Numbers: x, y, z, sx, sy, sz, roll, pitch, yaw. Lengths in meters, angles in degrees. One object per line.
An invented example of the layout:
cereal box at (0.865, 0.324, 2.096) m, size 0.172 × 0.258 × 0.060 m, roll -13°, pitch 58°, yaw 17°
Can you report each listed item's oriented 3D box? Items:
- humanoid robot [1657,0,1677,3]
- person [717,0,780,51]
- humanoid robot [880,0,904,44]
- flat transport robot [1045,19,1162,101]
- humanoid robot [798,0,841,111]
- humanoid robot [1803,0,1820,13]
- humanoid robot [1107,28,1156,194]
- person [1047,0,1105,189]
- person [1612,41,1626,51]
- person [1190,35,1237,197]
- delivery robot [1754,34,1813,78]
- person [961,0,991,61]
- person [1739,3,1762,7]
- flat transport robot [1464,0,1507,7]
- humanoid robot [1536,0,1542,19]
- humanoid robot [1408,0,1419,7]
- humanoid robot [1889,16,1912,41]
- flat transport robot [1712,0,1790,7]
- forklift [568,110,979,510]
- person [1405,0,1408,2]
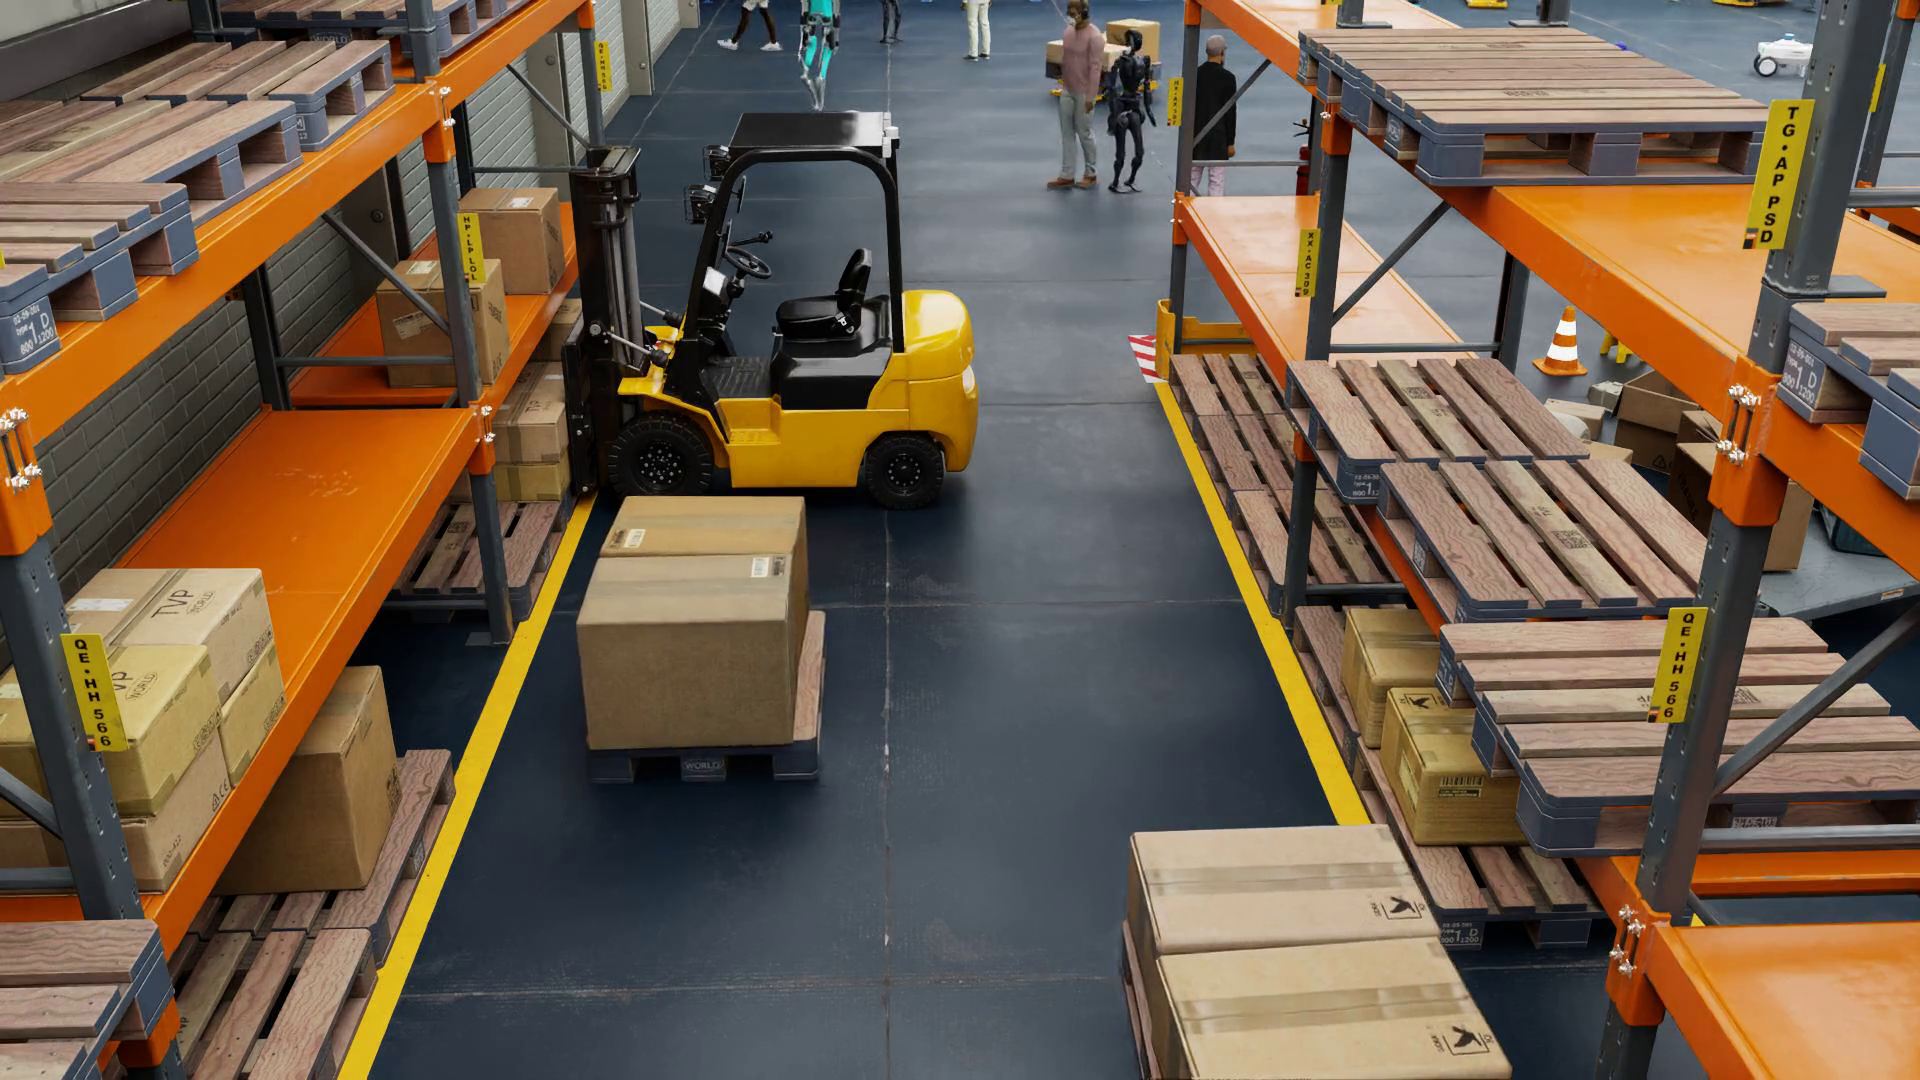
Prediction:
humanoid robot at (12.928, -10.528, 29.902) m, size 0.536 × 1.812 × 0.708 m, roll -8°, pitch 26°, yaw -16°
person at (-3.234, -8.306, 25.014) m, size 0.985 × 1.859 × 0.556 m, roll -1°, pitch 25°, yaw -3°
humanoid robot at (-1.111, -8.564, 25.790) m, size 0.325 × 1.658 × 0.598 m, roll 11°, pitch 27°, yaw 22°
flat transport robot at (1.919, -6.040, 22.094) m, size 0.659 × 0.231 × 1.431 m, roll 23°, pitch 34°, yaw 40°
humanoid robot at (-1.805, -6.127, 20.693) m, size 0.548 × 1.905 × 0.741 m, roll 7°, pitch 26°, yaw 14°
humanoid robot at (14.982, -10.039, 28.926) m, size 0.358 × 1.652 × 0.608 m, roll 18°, pitch 31°, yaw 33°
humanoid robot at (1.726, -4.342, 16.851) m, size 0.601 × 1.648 × 0.326 m, roll -19°, pitch 31°, yaw -34°
person at (1.188, -4.564, 17.040) m, size 0.477 × 1.928 × 0.646 m, roll -16°, pitch 30°, yaw -30°
person at (6.167, -3.882, 15.843) m, size 0.502 × 1.696 × 0.450 m, roll 15°, pitch 29°, yaw 28°
person at (2.261, -3.652, 15.195) m, size 0.544 × 1.849 × 0.409 m, roll 21°, pitch 32°, yaw 37°
delivery robot at (11.571, -6.792, 23.343) m, size 0.743 × 0.587 × 0.525 m, roll 8°, pitch 27°, yaw 17°
person at (0.231, -7.945, 24.391) m, size 0.571 × 1.747 × 0.336 m, roll -19°, pitch 31°, yaw -35°
person at (14.323, -10.459, 29.589) m, size 0.730 × 1.852 × 0.551 m, roll -8°, pitch 26°, yaw -16°
flat transport robot at (9.522, -9.868, 30.201) m, size 0.659 × 0.231 × 1.431 m, roll 4°, pitch 26°, yaw 9°
humanoid robot at (6.591, -5.237, 18.763) m, size 0.601 × 1.639 × 0.442 m, roll -12°, pitch 28°, yaw -25°
humanoid robot at (5.225, -5.286, 18.774) m, size 0.658 × 1.793 × 0.532 m, roll 4°, pitch 26°, yaw 9°
humanoid robot at (14.729, -8.664, 26.028) m, size 0.627 × 1.646 × 0.592 m, roll 12°, pitch 28°, yaw 24°
flat transport robot at (14.379, -9.856, 30.175) m, size 1.431 × 0.231 × 0.659 m, roll -16°, pitch 30°, yaw -30°
forklift at (-1.043, -1.379, 9.976) m, size 2.313 × 2.155 × 1.214 m, roll -1°, pitch 25°, yaw -2°
person at (6.762, -8.455, 25.376) m, size 0.402 × 1.841 × 0.561 m, roll 16°, pitch 30°, yaw 31°
